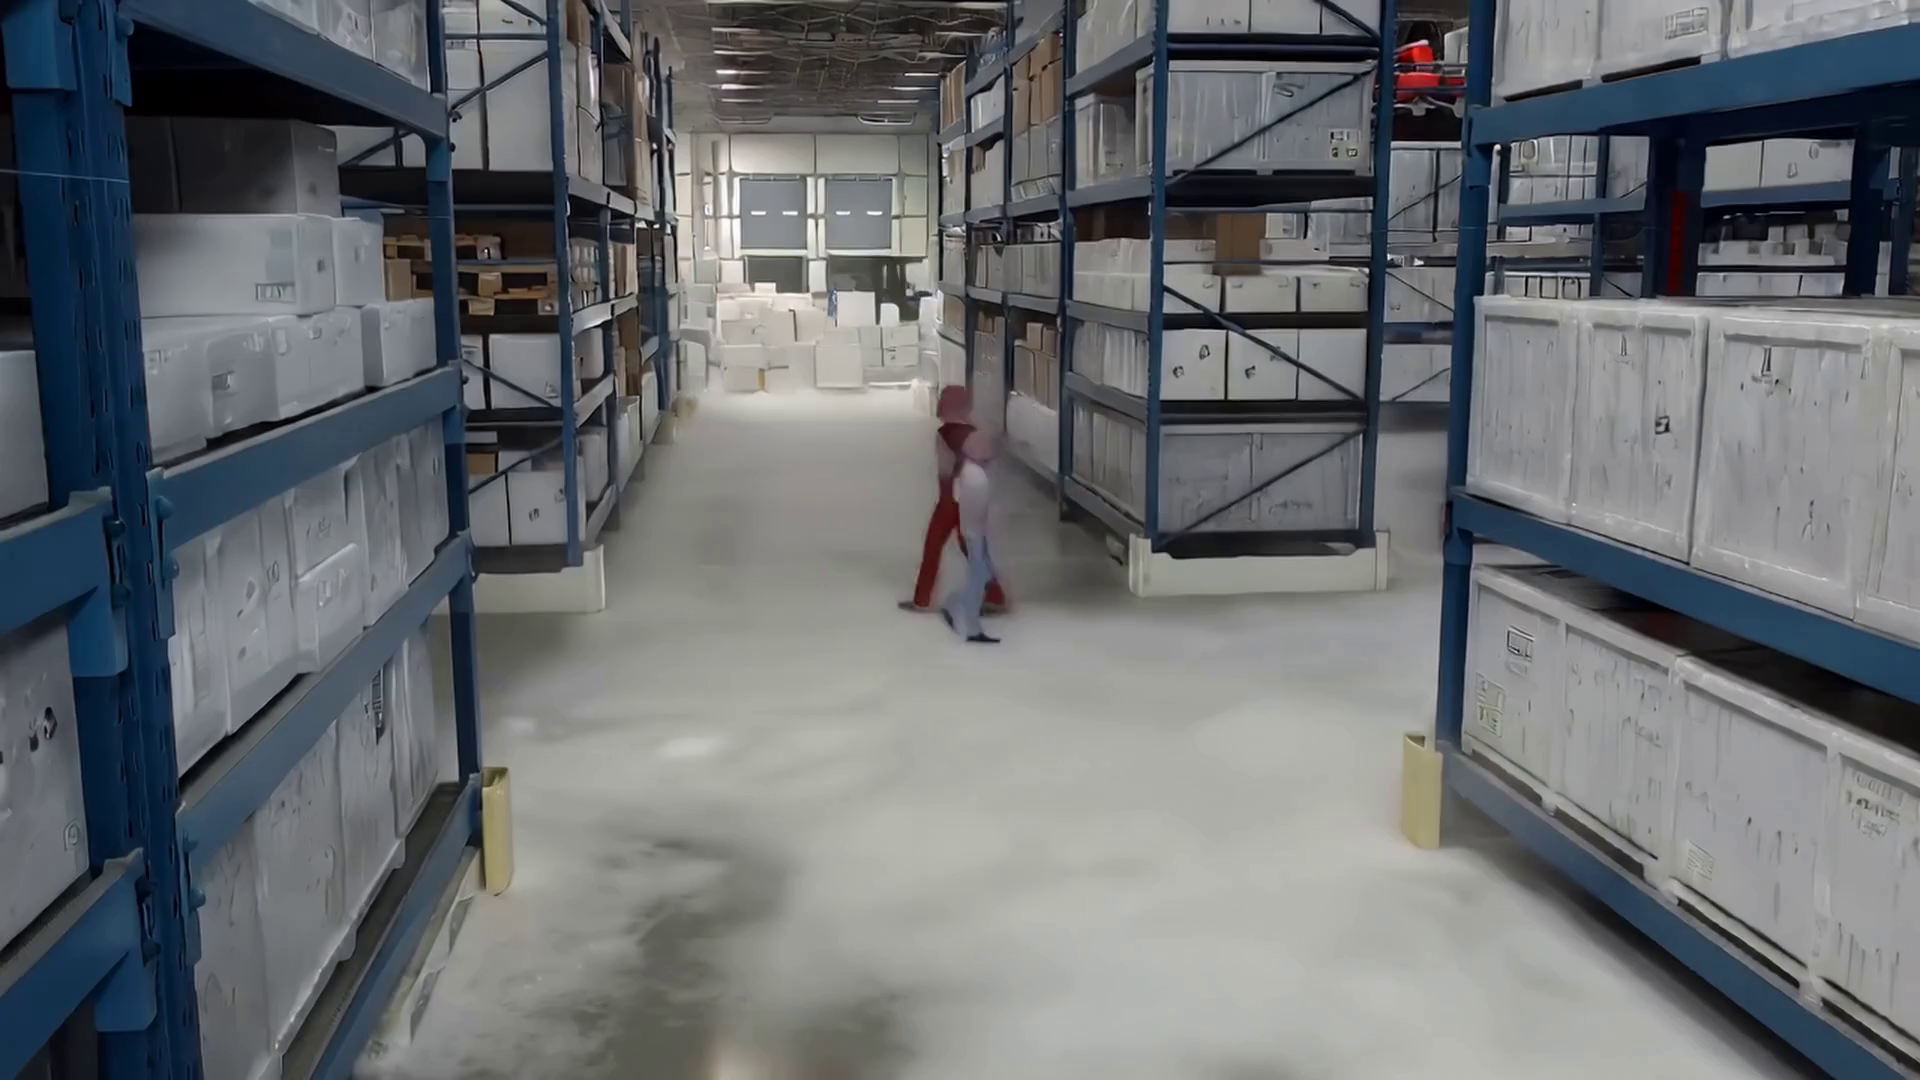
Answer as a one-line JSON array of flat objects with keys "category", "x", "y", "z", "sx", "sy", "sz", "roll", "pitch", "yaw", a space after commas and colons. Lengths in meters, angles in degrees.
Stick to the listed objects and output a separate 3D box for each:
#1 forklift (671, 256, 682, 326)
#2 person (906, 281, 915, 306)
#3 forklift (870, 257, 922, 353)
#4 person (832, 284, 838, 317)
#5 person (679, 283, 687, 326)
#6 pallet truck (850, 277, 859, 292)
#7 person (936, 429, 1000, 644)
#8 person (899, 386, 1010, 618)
[{"category": "forklift", "x": -11.354, "y": -9.571, "z": 64.286, "sx": 1.129, "sy": 2.768, "sz": 1.873, "roll": -1, "pitch": 10, "yaw": -7}, {"category": "person", "x": -1.970, "y": -8.765, "z": 62.397, "sx": 0.691, "sy": 1.912, "sz": 0.627, "roll": -7, "pitch": 12, "yaw": -34}, {"category": "forklift", "x": -2.190, "y": -6.798, "z": 48.143, "sx": 1.873, "sy": 2.768, "sz": 1.129, "roll": -8, "pitch": 13, "yaw": -39}, {"category": "person", "x": -5.330, "y": -10.142, "z": 71.220, "sx": 0.309, "sy": 1.639, "sz": 0.514, "roll": -1, "pitch": 10, "yaw": -6}, {"category": "person", "x": -9.454, "y": -7.752, "z": 56.434, "sx": 0.631, "sy": 1.940, "sz": 0.372, "roll": 4, "pitch": 11, "yaw": 23}, {"category": "pallet truck", "x": -3.782, "y": -9.391, "z": 65.808, "sx": 1.885, "sy": 1.965, "sz": 0.823, "roll": 2, "pitch": 10, "yaw": 10}, {"category": "person", "x": 0.088, "y": -0.025, "z": 12.358, "sx": 0.415, "sy": 1.618, "sz": 0.523, "roll": 0, "pitch": 10, "yaw": 2}, {"category": "person", "x": -0.012, "y": -0.301, "z": 13.317, "sx": 0.959, "sy": 1.861, "sz": 0.640, "roll": 6, "pitch": 11, "yaw": 30}]
